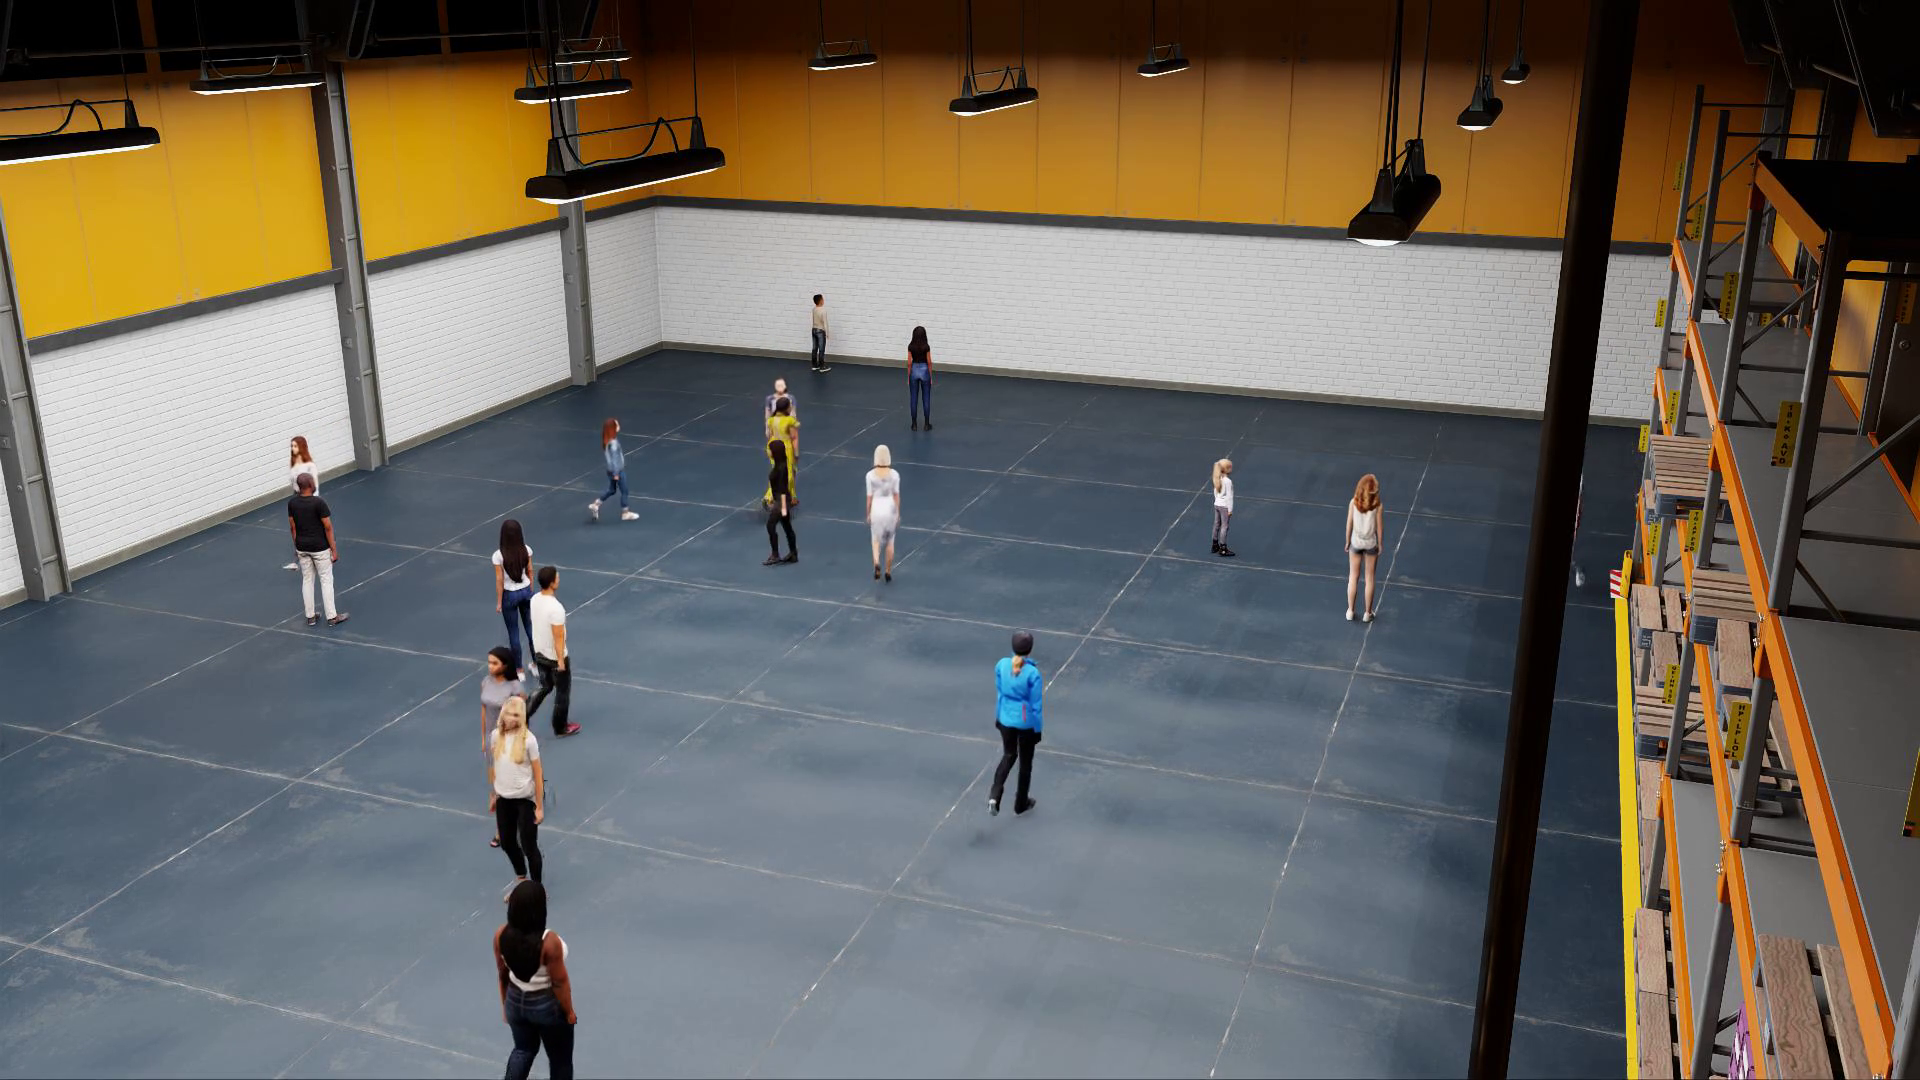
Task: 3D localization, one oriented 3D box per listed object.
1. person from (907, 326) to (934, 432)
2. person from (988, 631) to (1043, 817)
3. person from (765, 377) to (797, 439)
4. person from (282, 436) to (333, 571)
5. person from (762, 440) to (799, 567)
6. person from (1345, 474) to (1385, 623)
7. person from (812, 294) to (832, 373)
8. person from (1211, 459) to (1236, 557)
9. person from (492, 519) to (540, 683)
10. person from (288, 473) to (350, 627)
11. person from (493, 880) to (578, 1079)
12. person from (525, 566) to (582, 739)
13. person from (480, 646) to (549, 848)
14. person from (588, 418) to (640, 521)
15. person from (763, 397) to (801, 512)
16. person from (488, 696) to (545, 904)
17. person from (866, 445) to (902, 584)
[{"bbox_3d":[-0.663,-2.676,27.467,0.627,1.739,0.612,1,19,3],"label":"person"},{"bbox_3d":[0.461,1.653,14.551,0.760,1.778,0.963,12,22,33],"label":"person"},{"bbox_3d":[-2.639,-1.589,24.408,0.799,1.631,0.931,-1,19,-4],"label":"person"},{"bbox_3d":[-8.191,-0.482,21.042,0.602,1.683,1.090,6,20,18],"label":"person"},{"bbox_3d":[-2.176,-0.470,21.098,0.820,1.623,0.765,-3,19,-9],"label":"person"},{"bbox_3d":[4.668,0.089,19.227,0.570,1.759,0.508,8,20,21],"label":"person"},{"bbox_3d":[-2.695,-3.956,31.704,0.599,1.460,0.602,16,24,39],"label":"person"},{"bbox_3d":[3.400,-0.435,21.532,0.640,1.279,0.579,-8,20,-23],"label":"person"},{"bbox_3d":[-4.684,0.627,17.604,0.606,1.774,0.728,-16,24,-39],"label":"person"},{"bbox_3d":[-7.433,0.102,19.117,0.709,1.804,0.645,3,19,8],"label":"person"},{"bbox_3d":[-2.710,2.997,10.523,0.638,1.802,0.869,7,20,20],"label":"person"},{"bbox_3d":[-4.041,1.131,16.095,0.859,1.783,1.032,16,24,39],"label":"person"},{"bbox_3d":[-3.874,1.729,14.354,0.690,1.759,1.038,9,21,26],"label":"person"},{"bbox_3d":[-4.793,-0.946,22.769,0.976,1.459,0.904,-9,21,-24],"label":"person"},{"bbox_3d":[-2.509,-1.149,23.111,0.926,1.626,1.175,13,23,34],"label":"person"},{"bbox_3d":[-3.510,2.079,13.221,0.637,1.819,0.567,8,20,23],"label":"person"},{"bbox_3d":[-0.924,-0.283,20.361,0.680,1.739,0.745,0,19,0],"label":"person"}]
